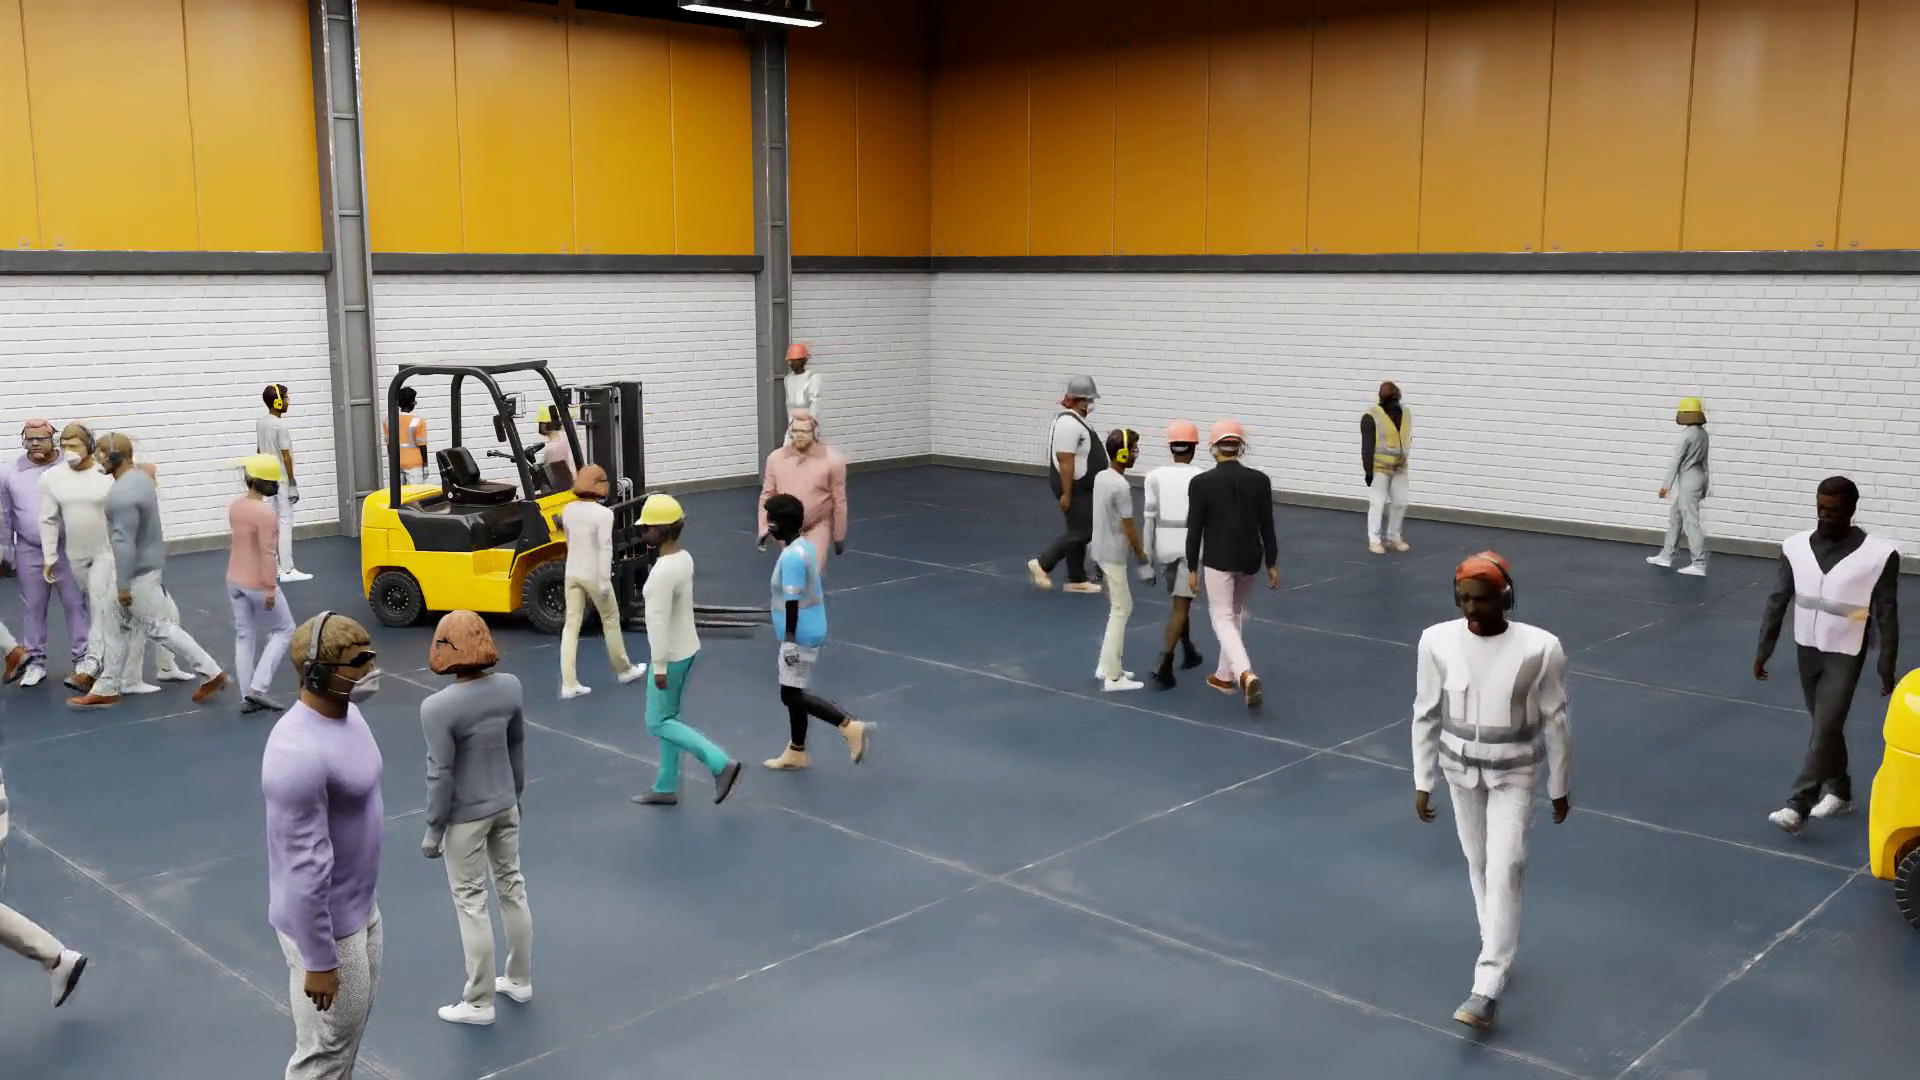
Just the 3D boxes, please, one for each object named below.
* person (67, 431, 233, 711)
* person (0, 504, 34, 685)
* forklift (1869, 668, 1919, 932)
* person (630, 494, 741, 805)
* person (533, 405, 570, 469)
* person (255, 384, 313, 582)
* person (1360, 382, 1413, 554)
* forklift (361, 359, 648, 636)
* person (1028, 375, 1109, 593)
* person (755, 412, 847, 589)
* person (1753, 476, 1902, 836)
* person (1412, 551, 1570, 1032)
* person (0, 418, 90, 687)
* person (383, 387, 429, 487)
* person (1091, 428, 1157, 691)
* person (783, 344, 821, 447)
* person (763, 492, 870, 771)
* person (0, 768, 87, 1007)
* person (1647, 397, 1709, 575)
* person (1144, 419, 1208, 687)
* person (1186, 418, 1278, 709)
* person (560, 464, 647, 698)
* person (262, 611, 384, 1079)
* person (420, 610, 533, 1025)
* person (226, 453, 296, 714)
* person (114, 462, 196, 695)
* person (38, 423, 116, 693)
[{"bbox_3d":[-5.450,0.204,11.129,0.998,1.898,0.640,-3,10,-19],"label":"person"},{"bbox_3d":[-6.800,0.135,11.427,0.517,1.923,0.689,0,9,1],"label":"person"},{"bbox_3d":[5.205,0.723,7.013,2.313,2.155,1.214,9,13,43],"label":"forklift"},{"bbox_3d":[-1.515,0.618,9.016,0.587,1.751,0.528,1,9,7],"label":"person"},{"bbox_3d":[-3.678,-0.386,15.283,0.912,1.719,0.548,0,9,-1],"label":"person"},{"bbox_3d":[-6.431,-0.538,15.743,0.531,1.867,0.316,7,12,37],"label":"person"},{"bbox_3d":[4.398,-0.739,17.179,0.651,1.804,0.470,-4,10,-22],"label":"person"},{"bbox_3d":[-3.850,-0.407,13.936,2.313,2.155,1.214,2,9,11],"label":"forklift"},{"bbox_3d":[1.021,-0.503,14.994,0.651,2.000,0.687,1,9,4],"label":"person"},{"bbox_3d":[-1.234,-0.059,12.851,0.646,1.852,1.015,3,10,18],"label":"person"},{"bbox_3d":[4.482,0.603,8.712,0.978,1.866,0.625,-6,11,-33],"label":"person"},{"bbox_3d":[2.040,0.970,6.560,0.577,1.841,0.940,7,11,36],"label":"person"},{"bbox_3d":[-6.461,0.084,11.808,0.652,1.906,0.404,-4,10,-21],"label":"person"},{"bbox_3d":[-5.931,-0.796,17.868,0.531,1.689,0.321,3,10,17],"label":"person"},{"bbox_3d":[1.144,0.148,11.609,0.457,1.855,0.519,-2,9,-10],"label":"person"},{"bbox_3d":[-2.058,-1.481,21.128,0.637,1.987,1.030,6,11,33],"label":"person"},{"bbox_3d":[-0.842,0.555,9.637,0.593,1.671,0.564,0,9,0],"label":"person"},{"bbox_3d":[-3.717,1.122,6.285,0.531,1.624,0.526,-2,9,-12],"label":"person"},{"bbox_3d":[6.981,-0.533,16.186,0.491,1.716,0.768,-9,13,-44],"label":"person"},{"bbox_3d":[1.575,0.078,11.942,0.563,1.888,1.015,5,10,27],"label":"person"},{"bbox_3d":[1.873,0.160,11.252,0.656,1.949,0.921,-3,10,-17],"label":"person"},{"bbox_3d":[-2.529,0.266,11.611,0.509,1.593,0.796,6,11,31],"label":"person"},{"bbox_3d":[-1.906,1.167,5.069,0.353,1.937,0.635,-2,9,-9],"label":"person"},{"bbox_3d":[-1.902,1.081,6.530,0.277,1.632,0.502,5,11,29],"label":"person"},{"bbox_3d":[-4.646,0.295,11.020,0.539,1.741,0.380,6,11,32],"label":"person"},{"bbox_3d":[-5.597,0.262,11.572,0.610,1.617,0.535,-5,11,-30],"label":"person"},{"bbox_3d":[-6.096,0.122,11.649,0.625,1.873,1.046,0,9,1],"label":"person"}]
